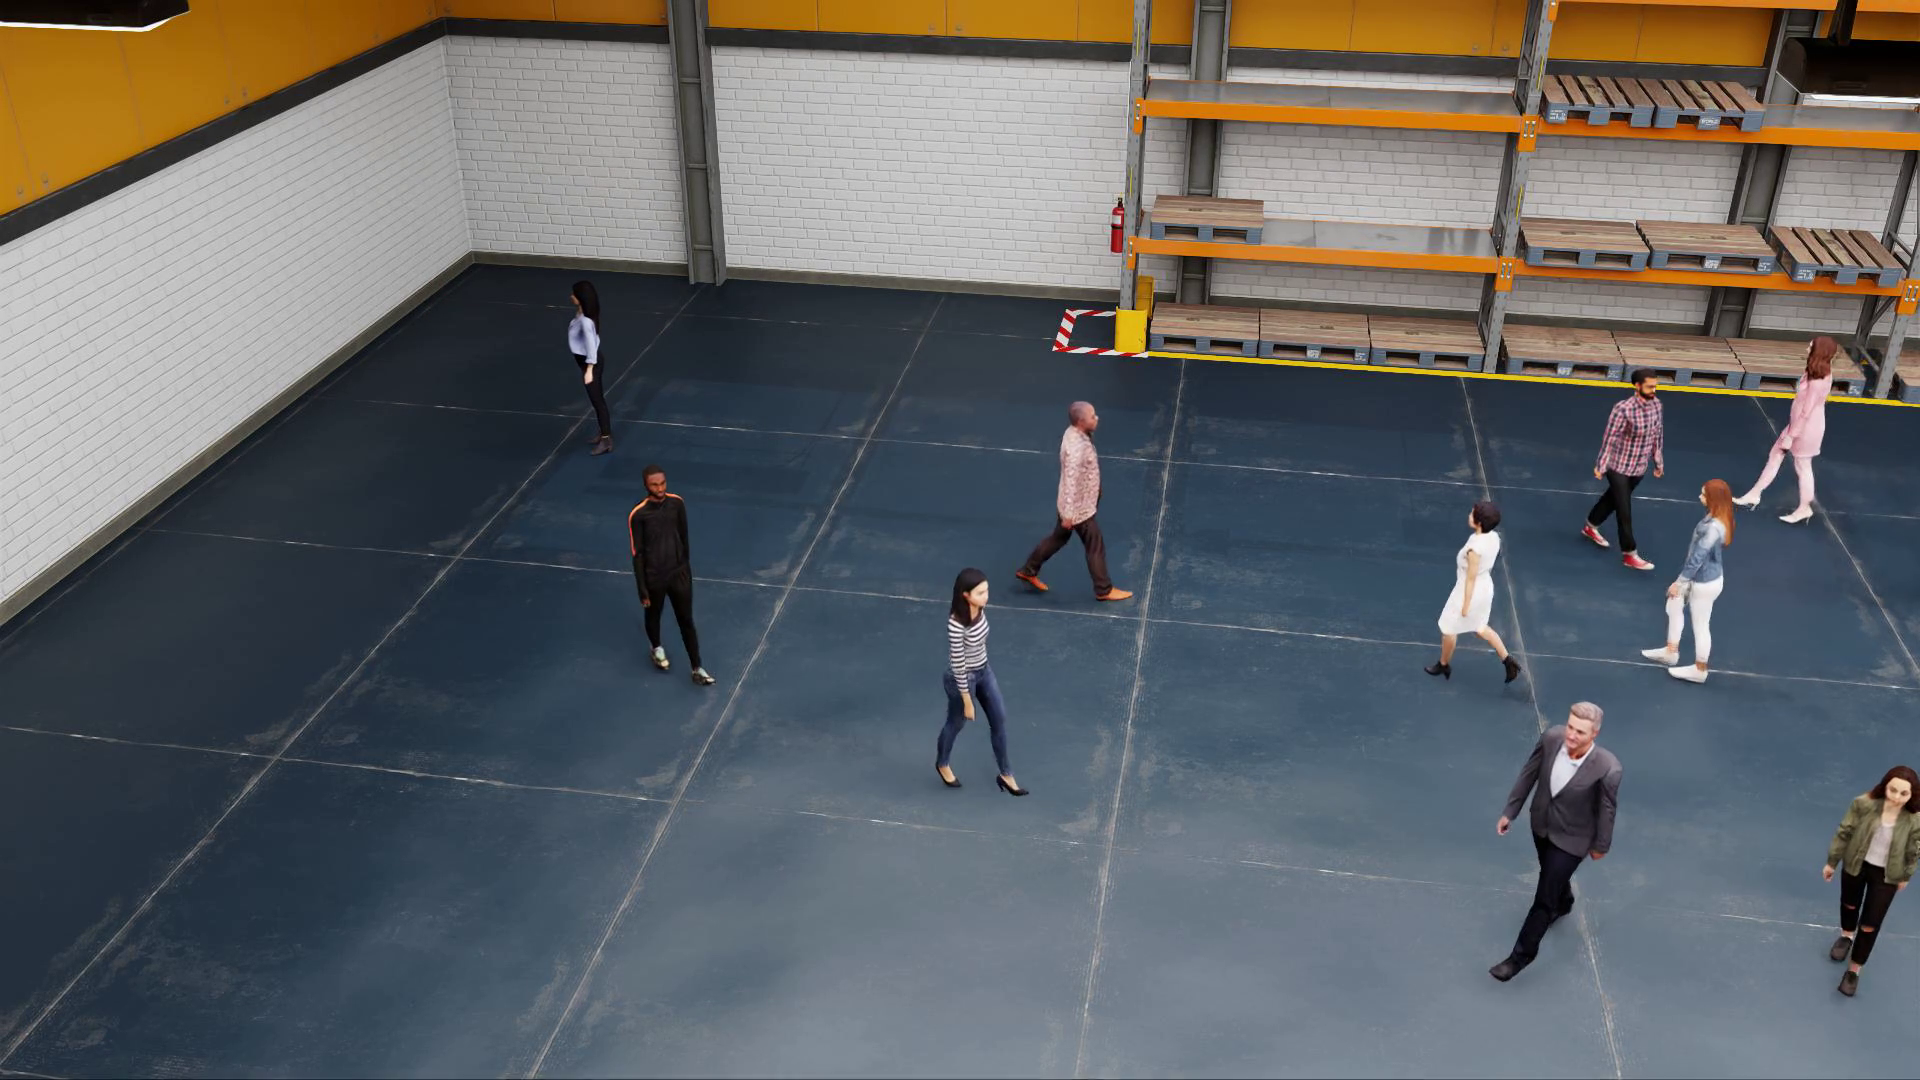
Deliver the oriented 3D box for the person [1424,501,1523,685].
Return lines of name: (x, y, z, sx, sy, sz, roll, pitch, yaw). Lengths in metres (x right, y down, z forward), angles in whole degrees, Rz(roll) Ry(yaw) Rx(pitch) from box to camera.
person: (3.901, 0.439, 12.408, 1.011, 1.535, 0.838, 22, 35, 34)

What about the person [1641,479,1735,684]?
person: (5.652, 0.342, 12.436, 0.781, 1.679, 0.698, 12, 31, 21)

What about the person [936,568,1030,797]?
person: (-0.028, 0.963, 11.213, 1.015, 1.760, 0.805, 14, 32, 24)

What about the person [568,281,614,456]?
person: (-3.551, -1.669, 16.057, 0.692, 1.743, 0.722, -6, 29, -11)

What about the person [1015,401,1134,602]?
person: (0.856, -0.311, 13.522, 1.245, 1.785, 0.794, 1, 29, 2)

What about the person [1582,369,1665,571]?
person: (5.657, -0.661, 14.235, 1.153, 1.718, 1.166, -14, 32, -25)

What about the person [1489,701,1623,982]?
person: (3.594, 1.689, 9.855, 1.302, 1.787, 1.235, -18, 33, -29)

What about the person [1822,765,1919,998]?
person: (5.382, 1.906, 9.804, 0.862, 1.455, 0.877, 24, 37, 36)

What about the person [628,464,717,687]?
person: (-2.280, 0.218, 12.567, 1.098, 1.772, 1.137, -17, 33, -28)

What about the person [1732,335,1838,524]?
person: (7.539, -0.930, 14.667, 1.000, 1.777, 0.773, 12, 31, 20)
